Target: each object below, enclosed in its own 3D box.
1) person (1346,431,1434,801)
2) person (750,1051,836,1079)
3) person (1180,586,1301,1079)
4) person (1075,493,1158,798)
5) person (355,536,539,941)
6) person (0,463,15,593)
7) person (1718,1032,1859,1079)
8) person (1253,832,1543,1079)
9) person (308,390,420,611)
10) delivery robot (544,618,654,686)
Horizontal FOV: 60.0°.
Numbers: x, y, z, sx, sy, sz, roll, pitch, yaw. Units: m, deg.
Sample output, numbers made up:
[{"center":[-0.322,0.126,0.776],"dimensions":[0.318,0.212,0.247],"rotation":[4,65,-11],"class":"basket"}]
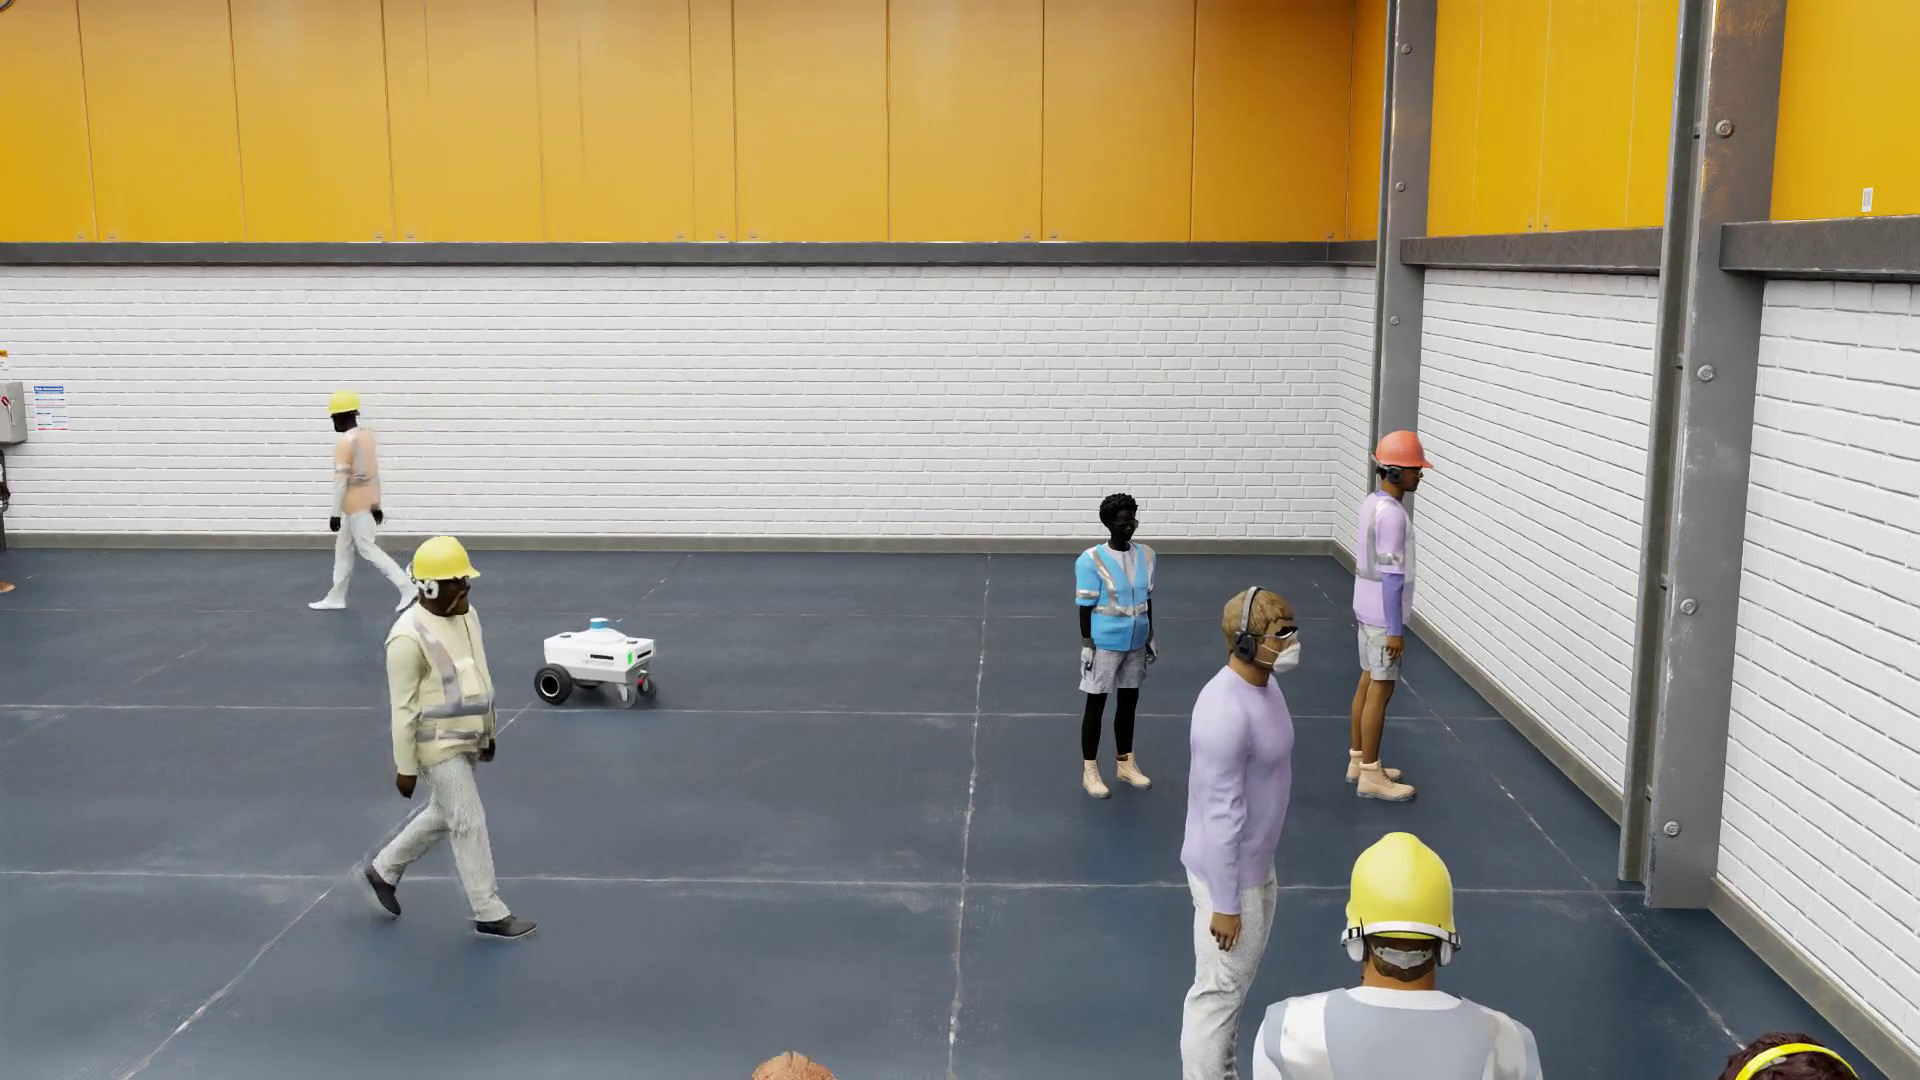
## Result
[{"center":[2.387,0.410,9.233],"dimensions":[0.395,2.042,0.611],"rotation":[1,10,4],"class":"person"},{"center":[-0.313,1.701,2.988],"dimensions":[0.511,1.593,0.839],"rotation":[0,10,0],"class":"person"},{"center":[0.924,1.101,5.492],"dimensions":[0.374,1.939,0.629],"rotation":[4,10,20],"class":"person"},{"center":[0.876,0.577,9.271],"dimensions":[0.537,1.696,0.317],"rotation":[-6,11,-32],"class":"person"},{"center":[-2.303,0.862,7.293],"dimensions":[0.837,1.806,0.596],"rotation":[2,10,9],"class":"person"},{"center":[-8.967,-0.510,14.922],"dimensions":[1.031,1.955,0.608],"rotation":[3,10,18],"class":"person"},{"center":[1.218,1.639,2.543],"dimensions":[0.532,1.870,0.315],"rotation":[-2,10,-10],"class":"person"},{"center":[0.886,1.506,3.477],"dimensions":[0.586,1.824,0.404],"rotation":[1,10,5],"class":"person"},{"center":[-5.019,-0.321,13.977],"dimensions":[0.956,1.890,0.596],"rotation":[0,10,-1],"class":"person"},{"center":[-2.428,0.770,11.200],"dimensions":[0.707,0.478,0.477],"rotation":[3,10,19],"class":"delivery robot"}]
